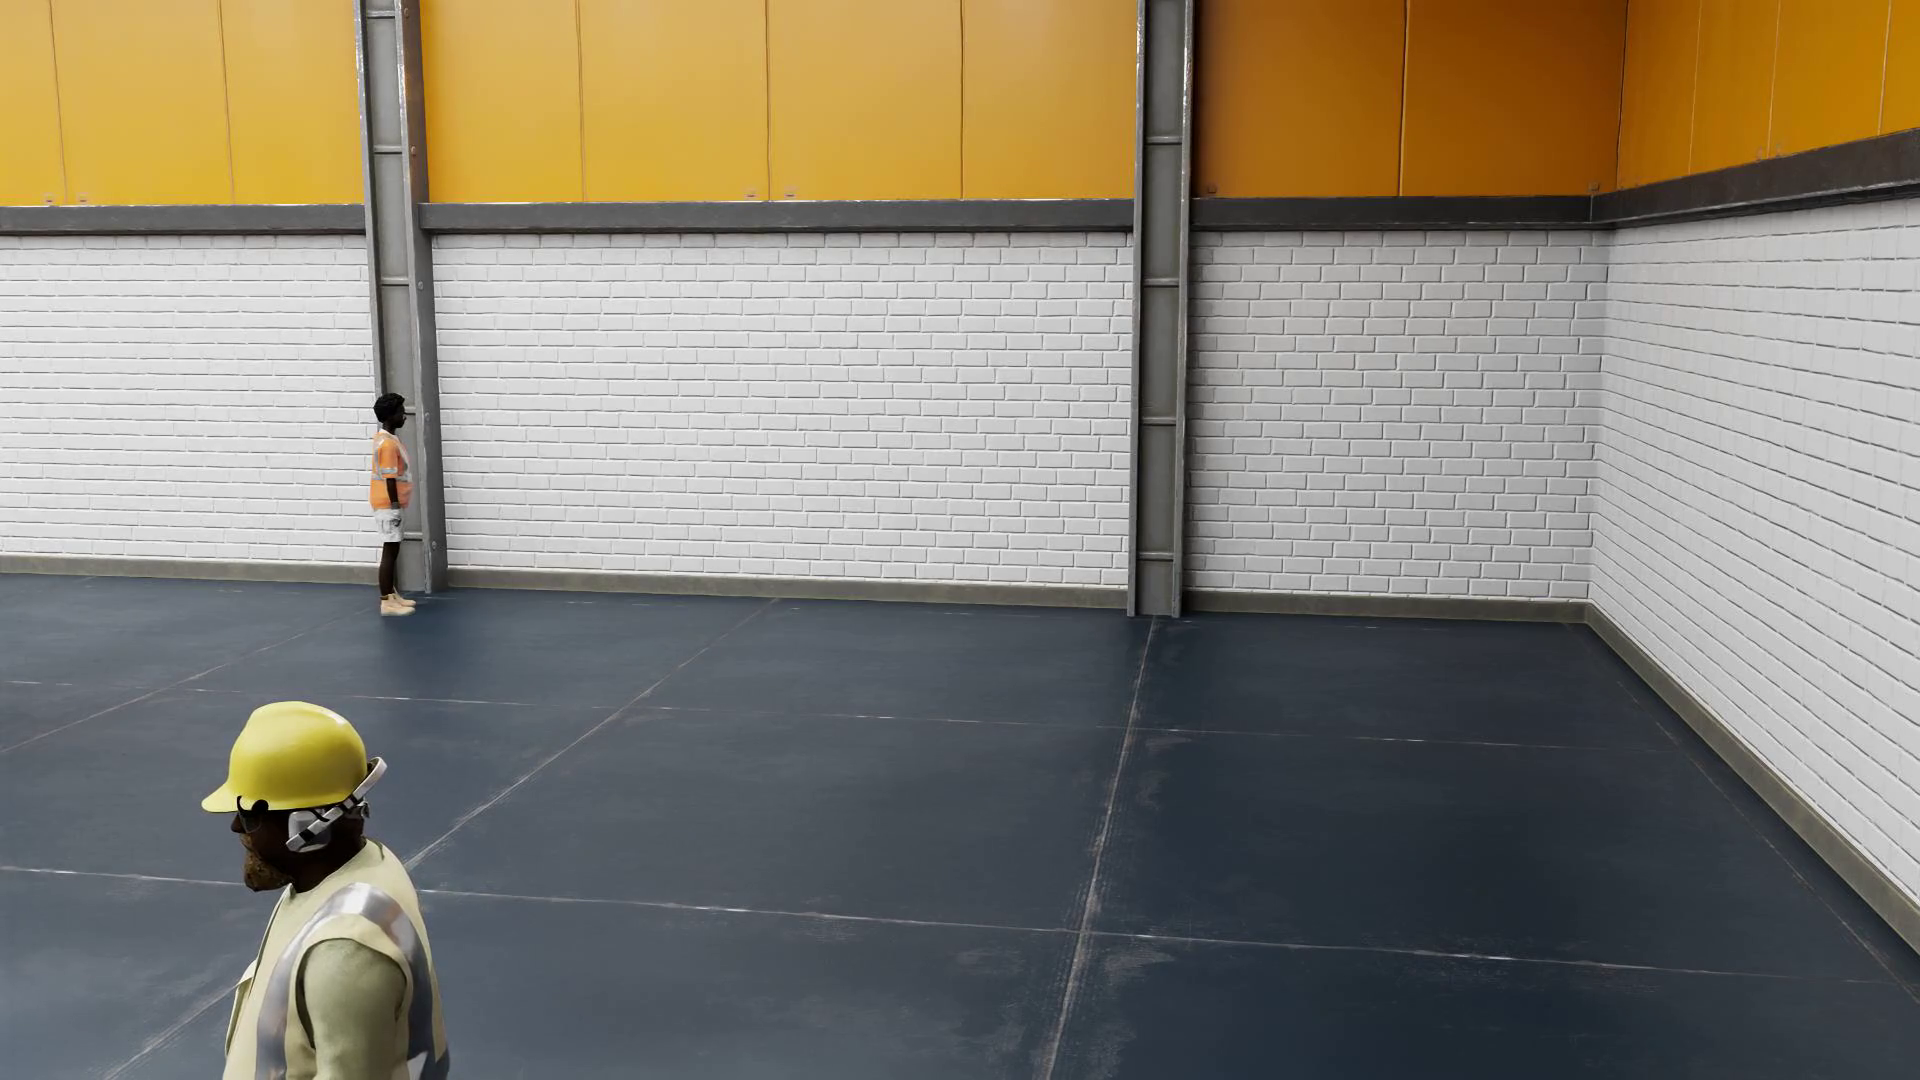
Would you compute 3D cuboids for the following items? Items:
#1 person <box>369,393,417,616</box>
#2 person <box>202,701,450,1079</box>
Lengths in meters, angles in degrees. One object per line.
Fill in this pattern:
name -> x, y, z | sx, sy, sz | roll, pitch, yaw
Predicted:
person -> -4.302, -0.270, 12.595 | 0.321, 1.689, 0.530 | -4, 10, -21
person -> -1.172, 1.196, 3.153 | 0.403, 1.825, 0.592 | -4, 10, -23
